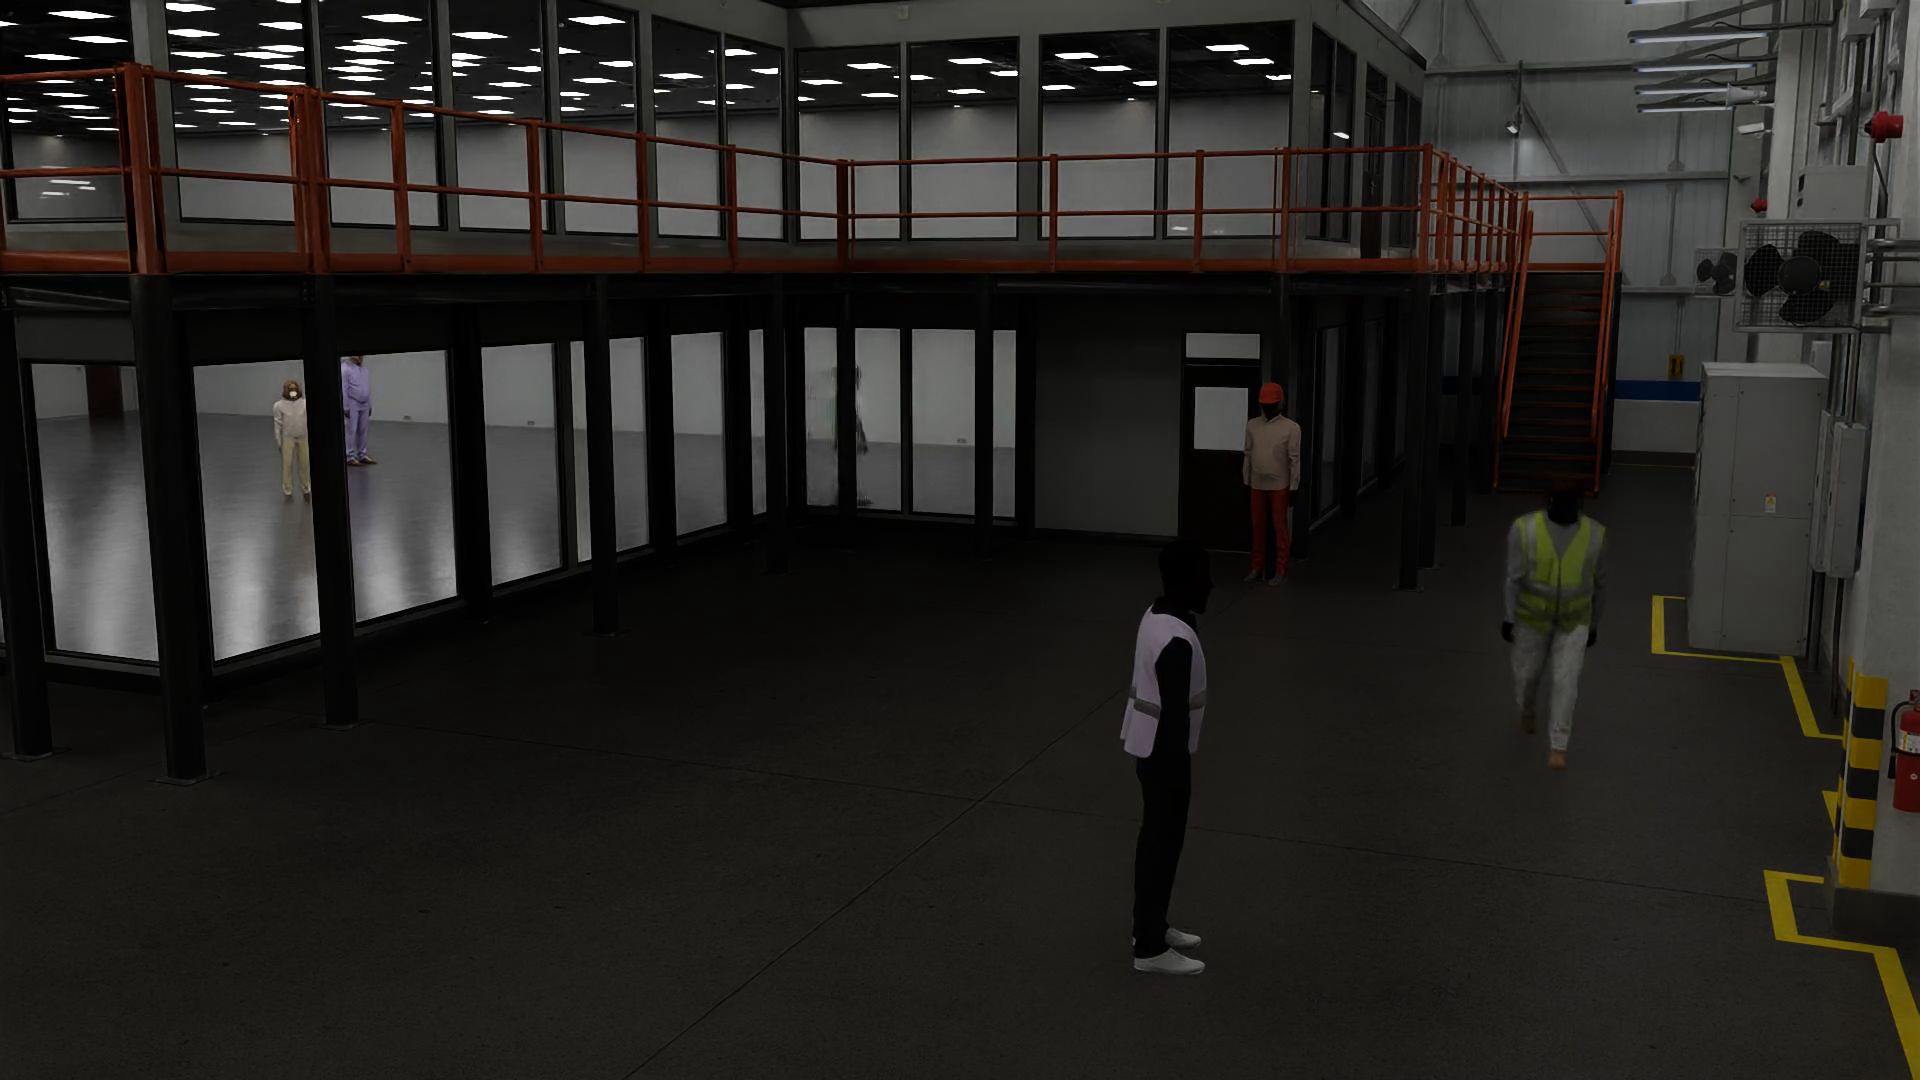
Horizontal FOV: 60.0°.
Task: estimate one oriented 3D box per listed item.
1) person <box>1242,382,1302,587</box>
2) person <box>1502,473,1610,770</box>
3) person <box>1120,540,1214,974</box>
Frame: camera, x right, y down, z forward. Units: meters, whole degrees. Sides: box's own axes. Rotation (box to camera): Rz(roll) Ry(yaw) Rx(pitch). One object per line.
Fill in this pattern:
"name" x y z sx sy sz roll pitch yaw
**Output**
"person" 3.007 -0.538 16.152 0.612 1.986 0.407 8 12 40
"person" 3.707 0.473 10.408 0.632 1.826 0.716 2 10 14
"person" 0.901 0.939 7.281 0.391 1.911 0.584 0 9 -1
